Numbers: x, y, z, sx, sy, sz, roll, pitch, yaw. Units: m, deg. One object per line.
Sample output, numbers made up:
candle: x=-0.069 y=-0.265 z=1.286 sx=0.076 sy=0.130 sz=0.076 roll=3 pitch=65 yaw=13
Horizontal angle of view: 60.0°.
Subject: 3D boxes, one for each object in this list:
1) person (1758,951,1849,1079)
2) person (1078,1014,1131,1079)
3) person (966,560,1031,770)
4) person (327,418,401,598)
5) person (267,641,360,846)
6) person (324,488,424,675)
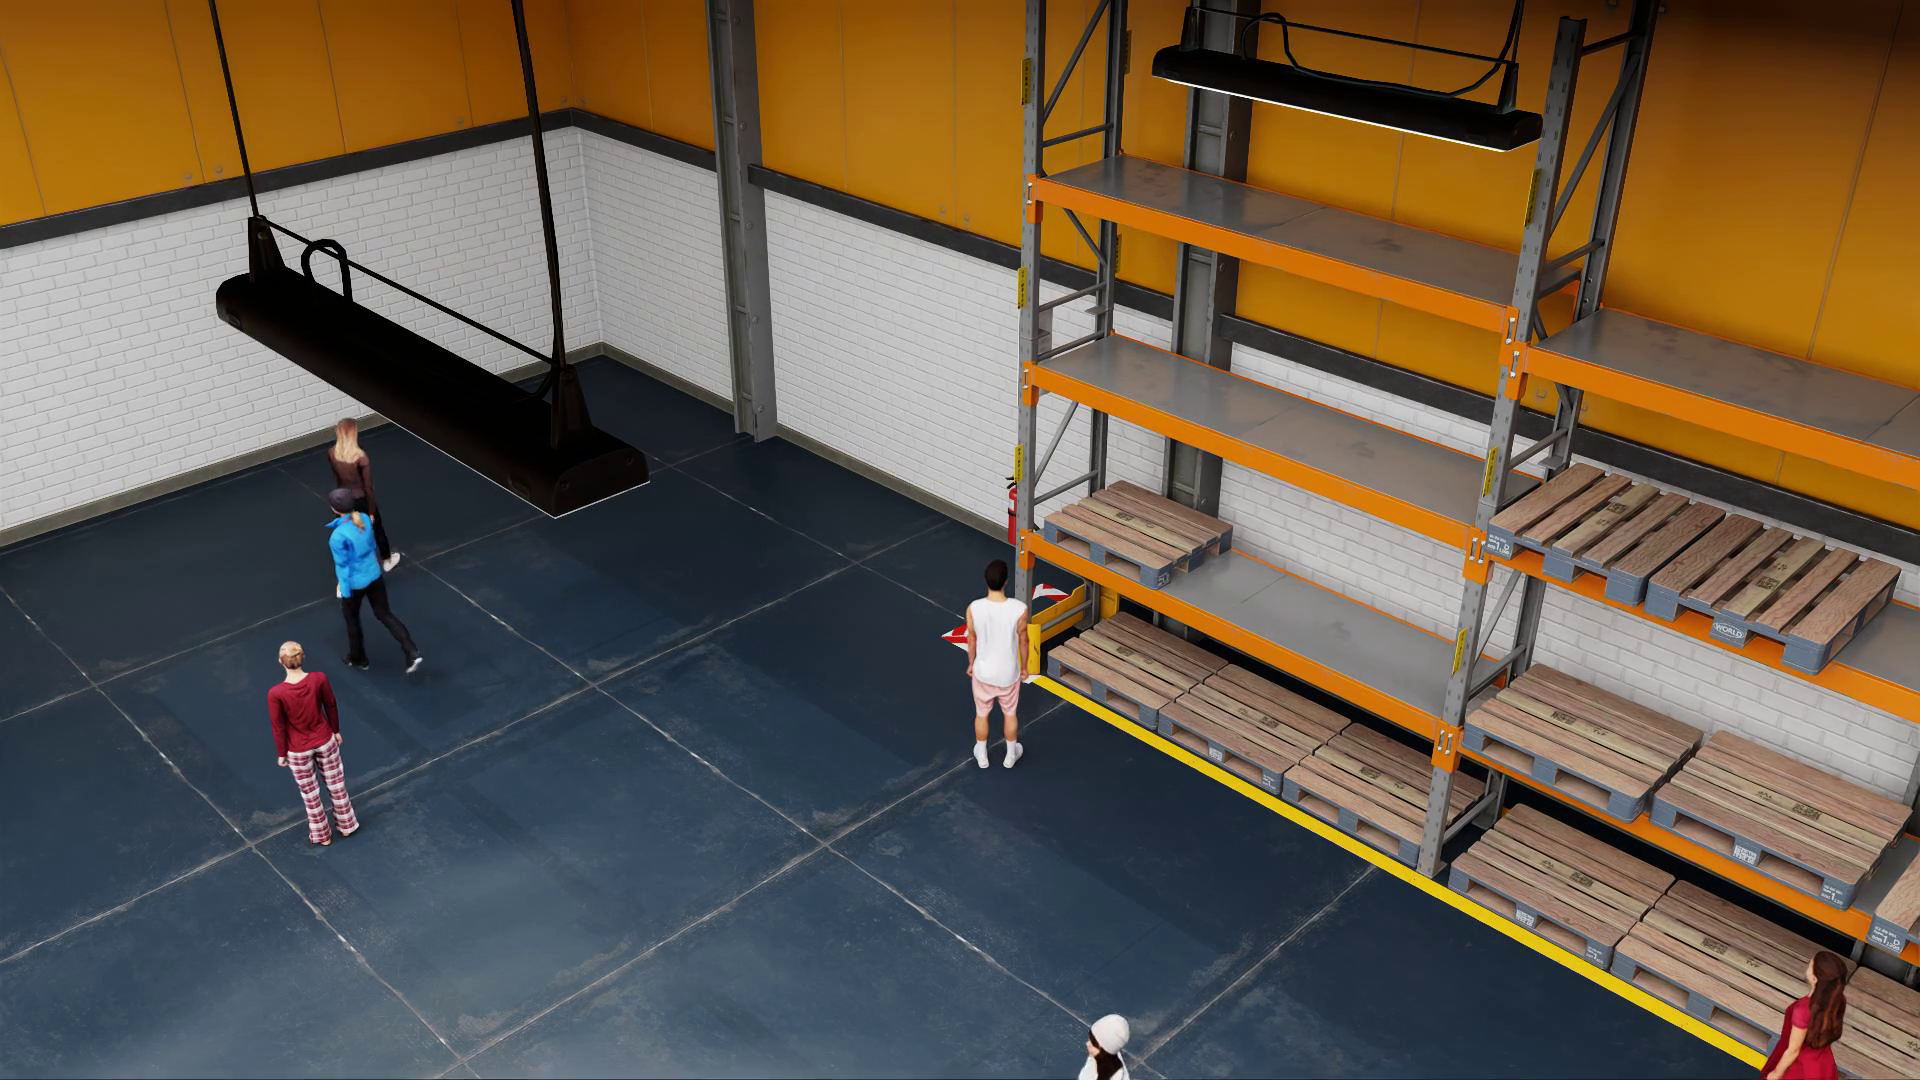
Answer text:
person: x=4.744 y=2.950 z=9.365 sx=0.630 sy=1.553 sz=0.688 roll=-13 pitch=31 yaw=-22
person: x=0.828 y=3.159 z=8.922 sx=1.042 sy=1.612 sz=1.095 roll=-5 pitch=29 yaw=-9
person: x=0.278 y=0.969 z=12.751 sx=0.716 sy=1.789 sz=0.791 roll=2 pitch=29 yaw=4
person: x=-5.556 y=-0.264 z=15.142 sx=1.149 sy=1.664 sz=1.073 roll=6 pitch=29 yaw=12
person: x=-4.681 y=1.447 z=11.967 sx=0.637 sy=1.699 sz=0.515 roll=-22 pitch=36 yaw=-35
person: x=-4.916 y=0.372 z=13.858 sx=1.131 sy=1.776 sz=0.771 roll=16 pitch=33 yaw=27
